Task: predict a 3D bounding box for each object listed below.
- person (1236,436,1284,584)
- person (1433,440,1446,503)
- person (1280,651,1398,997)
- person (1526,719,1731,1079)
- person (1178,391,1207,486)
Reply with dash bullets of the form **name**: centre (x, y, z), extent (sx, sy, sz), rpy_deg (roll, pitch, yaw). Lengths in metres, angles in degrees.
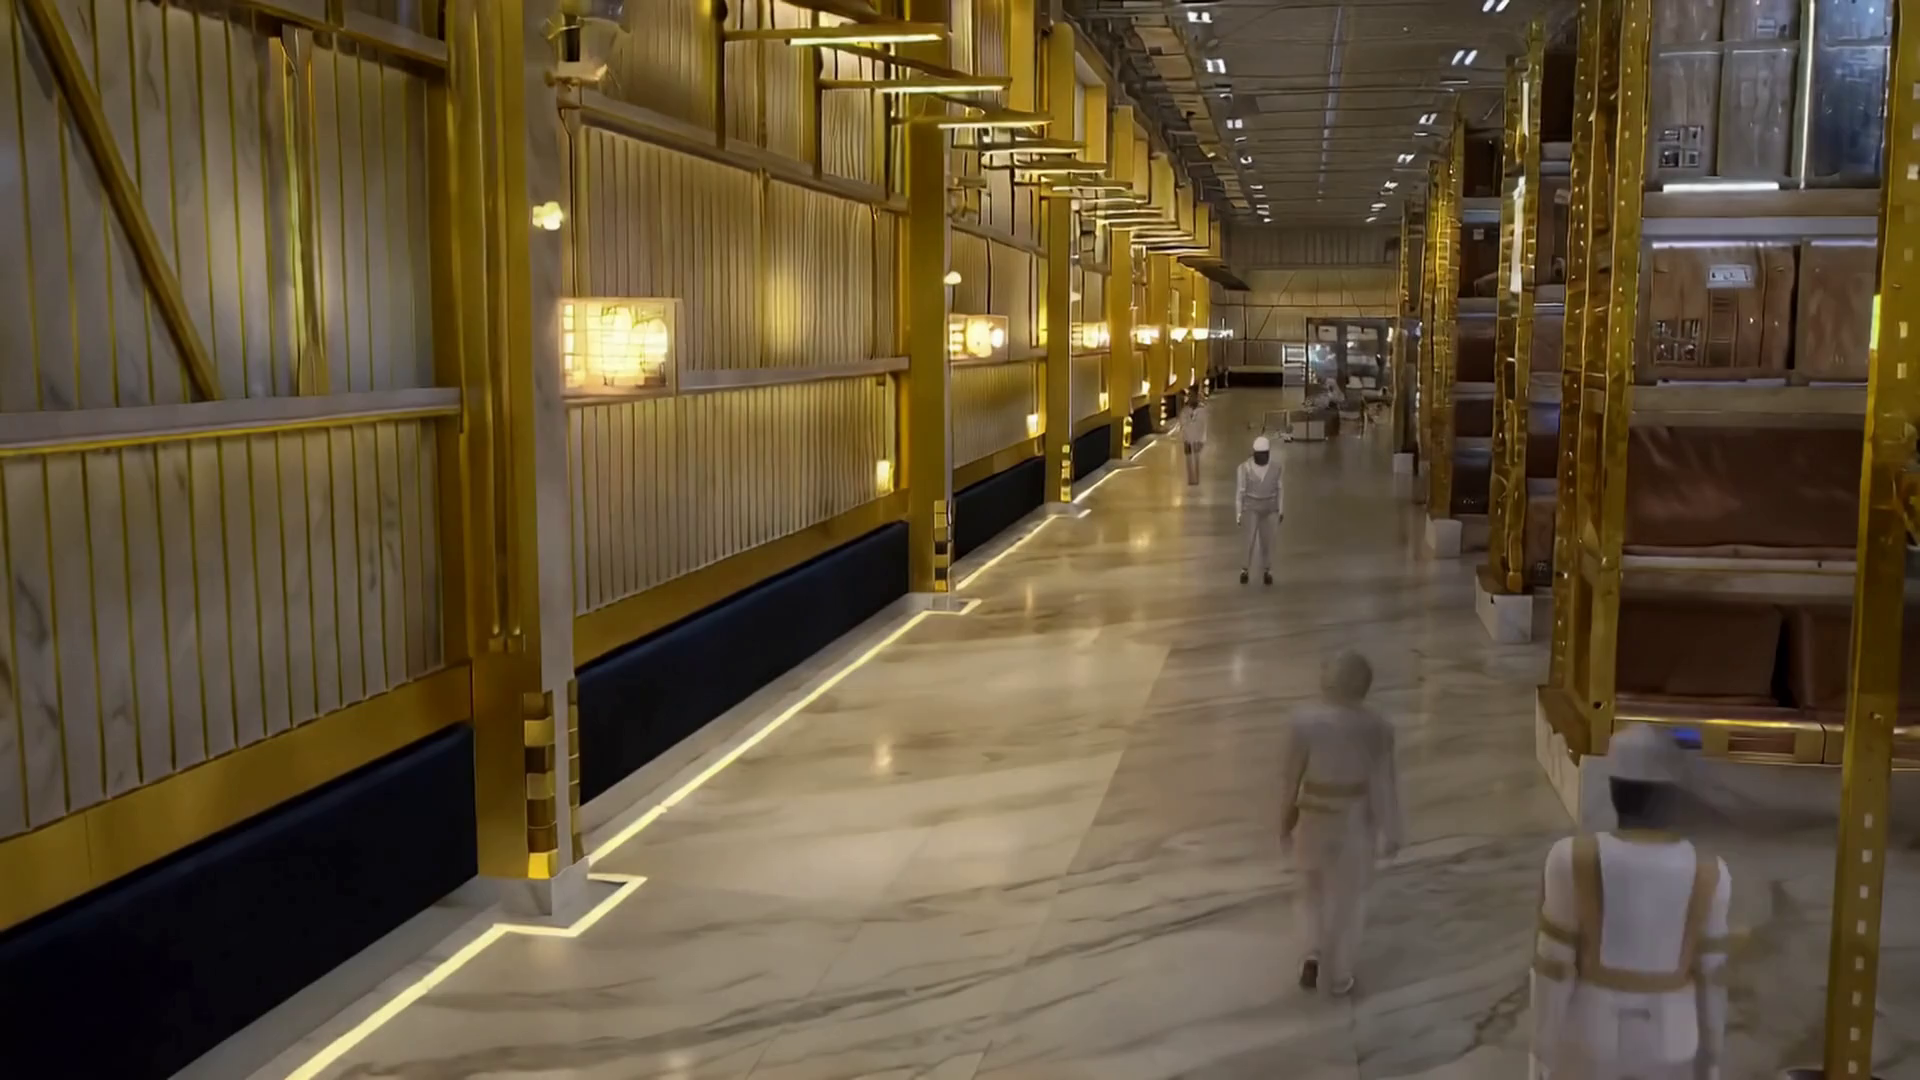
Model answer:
- **person**: centre (3.695, -0.365, 20.470), extent (0.592, 1.834, 0.404), rpy_deg (1, 7, 6)
- **person**: centre (8.004, -1.164, 27.063), extent (0.639, 1.788, 0.967), rpy_deg (5, 9, 37)
- **person**: centre (1.746, 1.331, 7.687), extent (0.532, 1.623, 0.430), rpy_deg (3, 8, 20)
- **person**: centre (2.046, 1.505, 5.129), extent (0.583, 1.924, 0.399), rpy_deg (1, 7, 7)
- **person**: centre (4.665, -2.031, 33.447), extent (0.579, 1.921, 0.452), rpy_deg (2, 7, 18)
